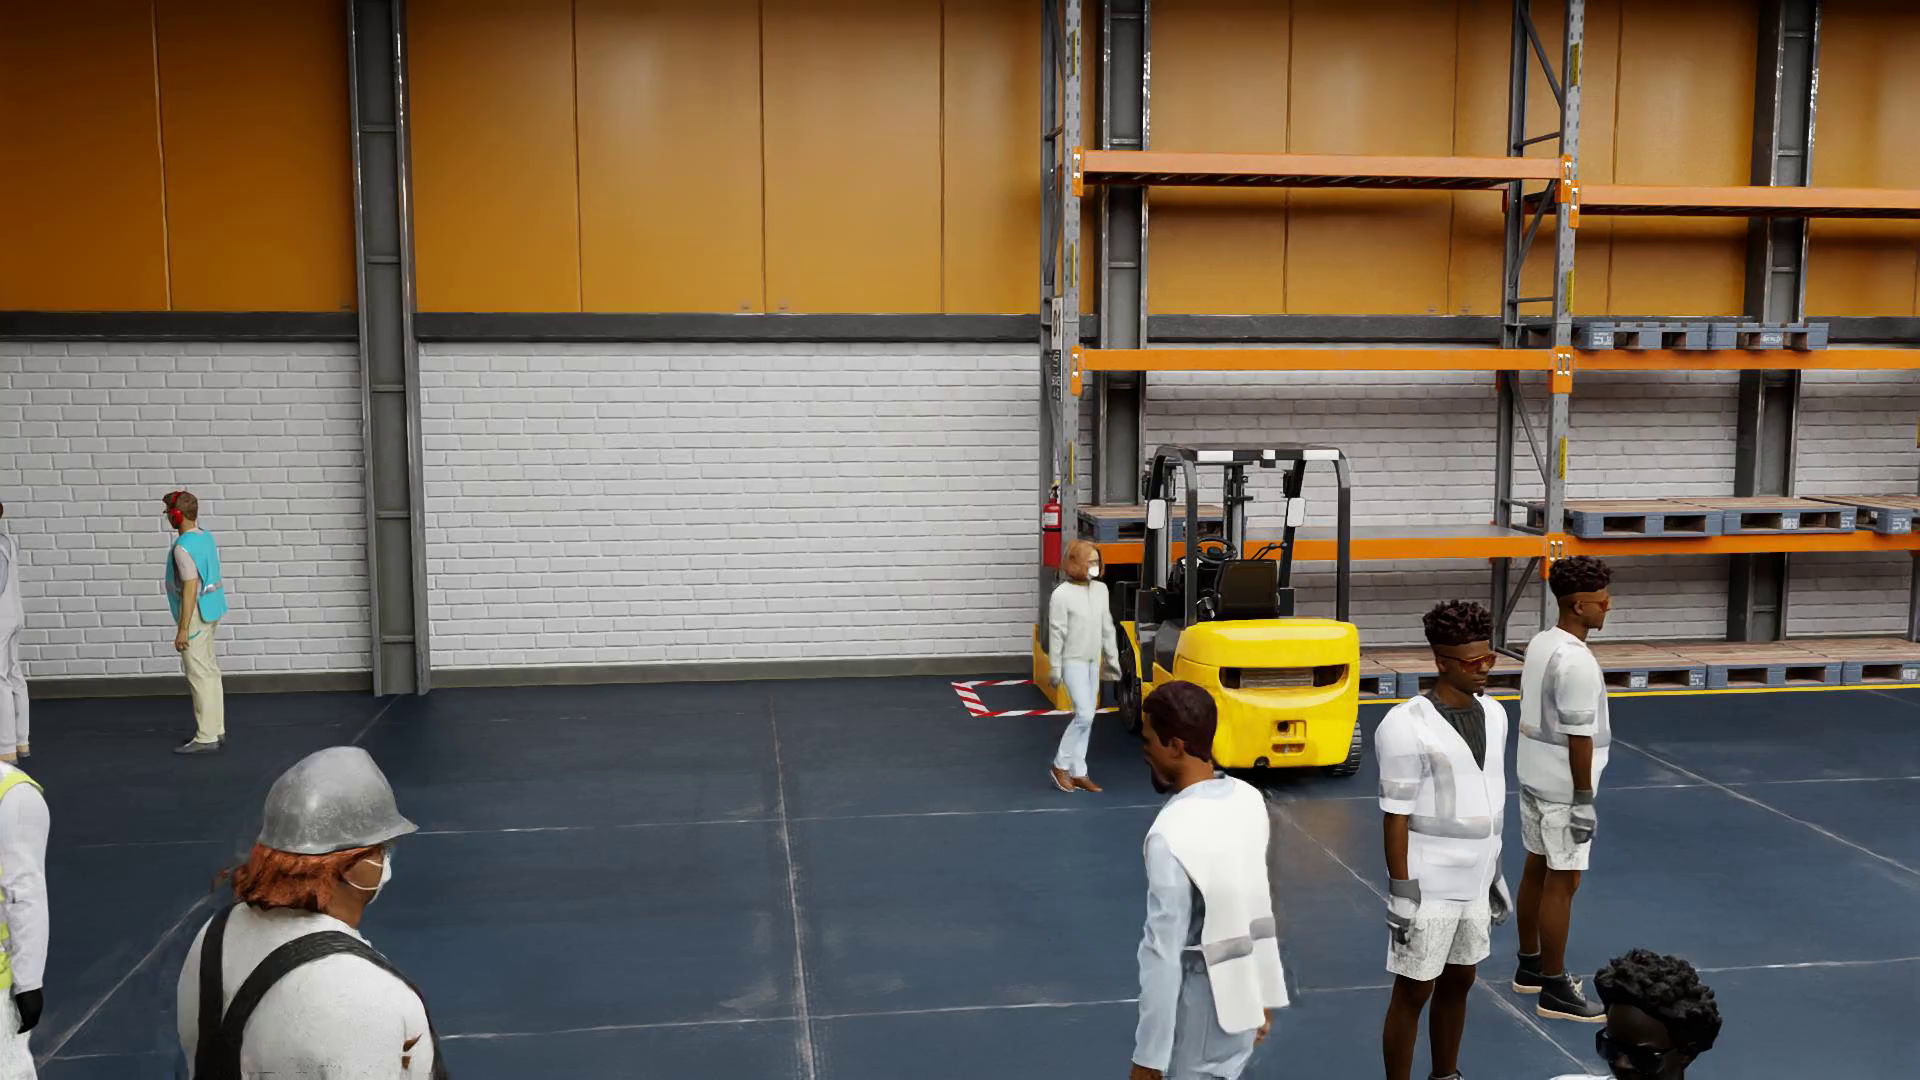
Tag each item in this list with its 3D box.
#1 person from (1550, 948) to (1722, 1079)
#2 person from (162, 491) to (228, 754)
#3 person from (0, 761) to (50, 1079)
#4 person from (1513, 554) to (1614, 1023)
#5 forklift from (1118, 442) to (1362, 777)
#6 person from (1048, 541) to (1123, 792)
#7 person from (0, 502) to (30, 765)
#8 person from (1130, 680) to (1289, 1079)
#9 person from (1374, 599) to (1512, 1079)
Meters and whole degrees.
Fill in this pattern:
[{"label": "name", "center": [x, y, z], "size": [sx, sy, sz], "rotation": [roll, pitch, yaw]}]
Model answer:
[{"label": "person", "center": [1.303, 1.612, 3.194], "size": [0.541, 1.696, 0.315], "rotation": [6, 9, 44]}, {"label": "person", "center": [-5.348, 0.573, 11.660], "size": [0.381, 1.841, 0.566], "rotation": [-1, 7, -9]}, {"label": "person", "center": [-3.086, 1.334, 5.066], "size": [0.638, 1.832, 0.429], "rotation": [0, 7, 4]}, {"label": "person", "center": [2.573, 1.033, 7.096], "size": [0.372, 1.966, 0.608], "rotation": [0, 7, 2]}, {"label": "forklift", "center": [1.912, 0.418, 11.496], "size": [1.214, 2.155, 2.313], "rotation": [-1, 7, -8]}, {"label": "person", "center": [0.797, 0.809, 10.551], "size": [0.345, 1.620, 0.505], "rotation": [6, 9, 42]}, {"label": "person", "center": [-6.560, 0.614, 11.291], "size": [0.344, 1.847, 0.505], "rotation": [-1, 7, -7]}, {"label": "person", "center": [0.736, 1.343, 4.705], "size": [0.512, 1.896, 0.645], "rotation": [4, 8, 30]}, {"label": "person", "center": [1.709, 1.178, 5.829], "size": [0.603, 1.966, 0.368], "rotation": [-5, 8, -36]}]
